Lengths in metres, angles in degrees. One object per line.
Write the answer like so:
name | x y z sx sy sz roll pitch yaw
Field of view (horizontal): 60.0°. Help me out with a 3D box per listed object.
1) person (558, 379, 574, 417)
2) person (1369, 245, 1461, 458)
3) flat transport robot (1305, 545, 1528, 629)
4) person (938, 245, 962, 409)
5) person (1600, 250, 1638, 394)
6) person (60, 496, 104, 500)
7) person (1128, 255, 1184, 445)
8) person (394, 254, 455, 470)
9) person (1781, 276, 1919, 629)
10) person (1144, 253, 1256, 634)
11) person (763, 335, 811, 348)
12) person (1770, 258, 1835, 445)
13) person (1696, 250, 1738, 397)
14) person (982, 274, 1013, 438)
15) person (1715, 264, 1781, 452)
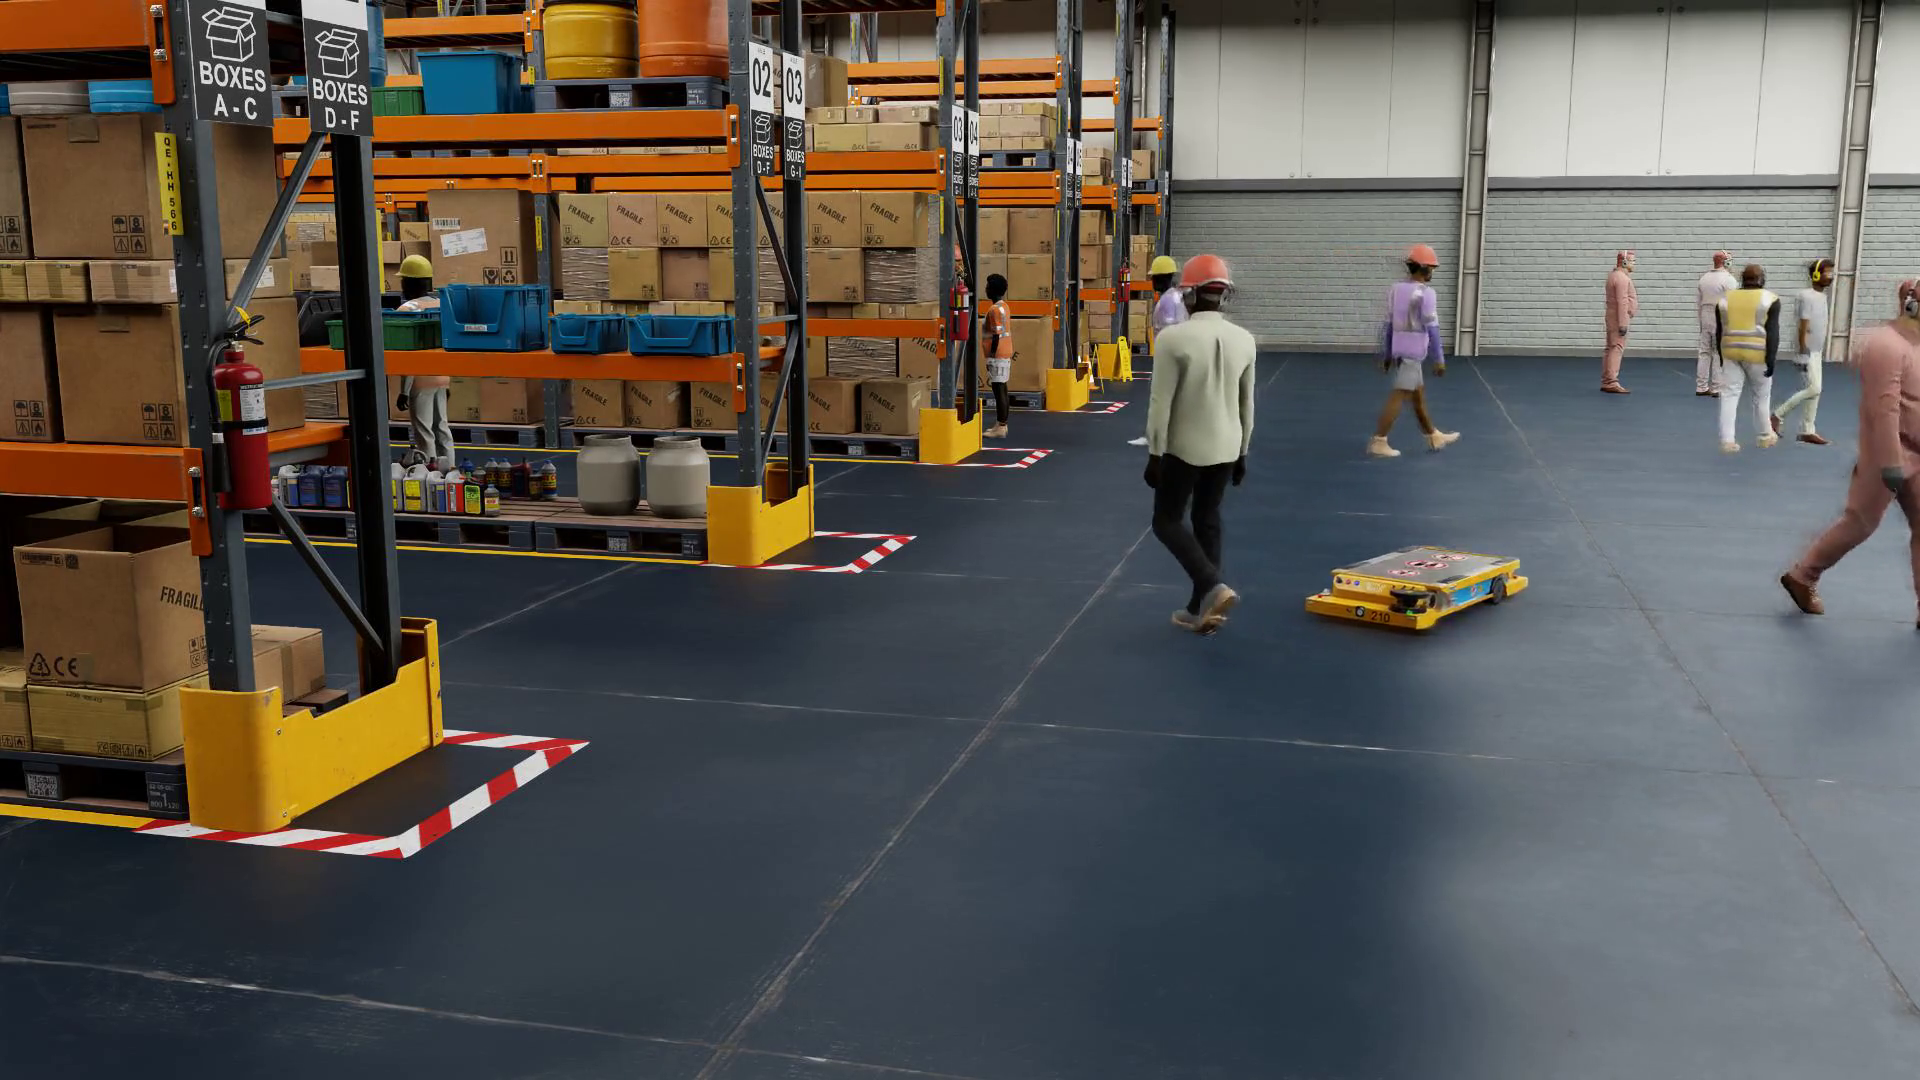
person | -4.385 -2.162 17.965 0.973 1.958 0.623 2 11 13
person | 4.319 -1.762 15.653 1.074 1.980 0.642 -3 11 -17
flat transport robot | 2.580 0.242 9.301 0.652 0.197 1.431 9 13 40
person | -0.118 -2.449 19.431 0.384 1.993 0.622 0 10 2
person | 8.857 -2.921 22.293 0.401 1.907 0.648 2 10 10
person | -5.736 -0.798 10.635 0.312 1.869 0.536 2 10 9
person | 2.130 -1.857 16.444 0.833 1.900 0.593 1 10 8
person | -4.107 -1.210 12.746 0.357 1.930 0.591 3 11 17
person | 4.908 -0.463 8.791 0.634 1.873 0.948 -6 12 -30
person | 1.256 -0.463 8.483 0.634 1.973 0.572 -5 12 -27
person | -1.933 -2.336 18.742 0.550 2.012 0.755 5 11 26
person | 8.498 -1.880 16.656 0.537 1.860 0.506 -9 14 -42
person | 9.896 -2.813 21.683 0.407 1.913 0.641 -3 11 -15
person | 0.381 -1.900 17.220 0.319 1.696 0.532 2 10 10
person | 7.693 -1.767 16.179 0.910 1.800 0.638 -9 14 -42
